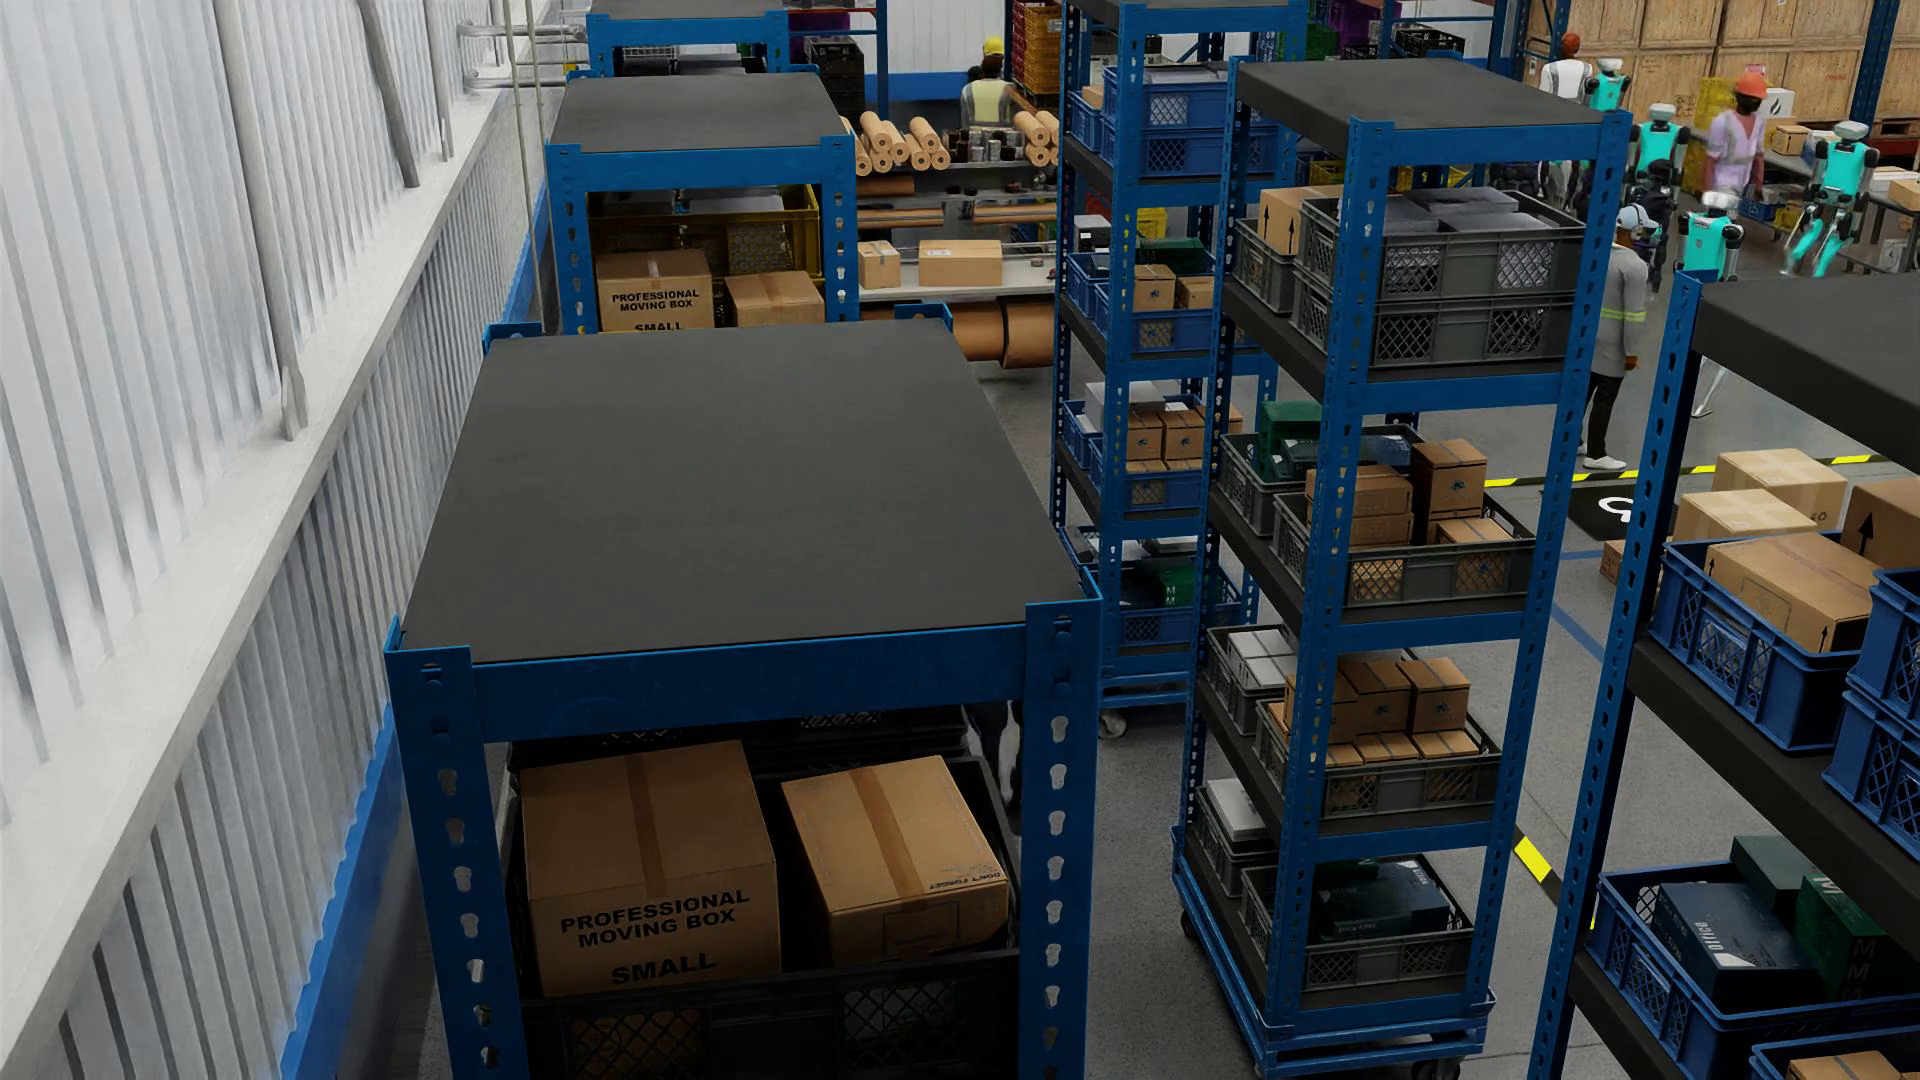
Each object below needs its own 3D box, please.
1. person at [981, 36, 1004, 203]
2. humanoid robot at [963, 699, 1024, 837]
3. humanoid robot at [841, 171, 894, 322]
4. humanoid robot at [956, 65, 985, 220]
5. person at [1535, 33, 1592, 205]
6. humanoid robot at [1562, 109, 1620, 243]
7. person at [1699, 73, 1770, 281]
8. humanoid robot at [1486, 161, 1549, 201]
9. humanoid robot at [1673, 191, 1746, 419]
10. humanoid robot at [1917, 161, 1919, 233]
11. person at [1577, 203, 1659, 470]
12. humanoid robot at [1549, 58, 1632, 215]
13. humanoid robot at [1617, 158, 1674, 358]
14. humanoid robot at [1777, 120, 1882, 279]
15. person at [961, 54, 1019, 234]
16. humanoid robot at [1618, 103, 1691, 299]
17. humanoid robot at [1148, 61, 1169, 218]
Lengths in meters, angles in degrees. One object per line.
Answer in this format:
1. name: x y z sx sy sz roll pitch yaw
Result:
1. person: 0.363 -4.733 18.732 0.404 1.824 0.584 6 25 12
2. humanoid robot: 0.258 0.667 7.203 0.604 1.646 0.621 -7 26 -15
3. humanoid robot: -0.737 -2.197 13.452 0.821 1.609 0.609 18 30 34
4. humanoid robot: 0.129 -4.247 17.846 0.306 1.651 0.615 -12 27 -24
5. person: 6.680 -4.680 18.538 0.581 1.884 0.351 -2 25 -3
6. humanoid robot: 5.962 -3.216 15.612 0.327 1.648 0.603 -20 32 -37
7. person: 7.196 -3.333 15.483 0.620 1.997 0.944 -11 27 -23
8. humanoid robot: 5.467 -3.540 16.326 0.613 1.637 0.606 4 25 8
9. humanoid robot: 5.554 -1.738 12.157 0.735 1.678 0.533 -11 27 -23
10. humanoid robot: 9.150 -3.162 15.436 0.578 1.803 0.818 9 26 18
11. person: 4.491 -1.397 11.440 0.391 1.850 0.599 -7 26 -14
12. humanoid robot: 6.722 -4.330 18.025 0.541 1.812 0.864 -8 26 -17
13. humanoid robot: 5.511 -2.307 13.619 0.384 1.643 0.598 -7 26 -15
14. humanoid robot: 7.413 -2.674 14.360 0.675 1.804 0.541 -18 30 -34
15. person: 0.329 -4.135 17.427 0.623 1.830 0.433 8 26 16
16. humanoid robot: 6.239 -3.001 15.069 0.530 1.807 0.672 8 26 16
17. humanoid robot: 2.023 -4.180 17.614 0.588 1.719 1.001 -6 25 -13
